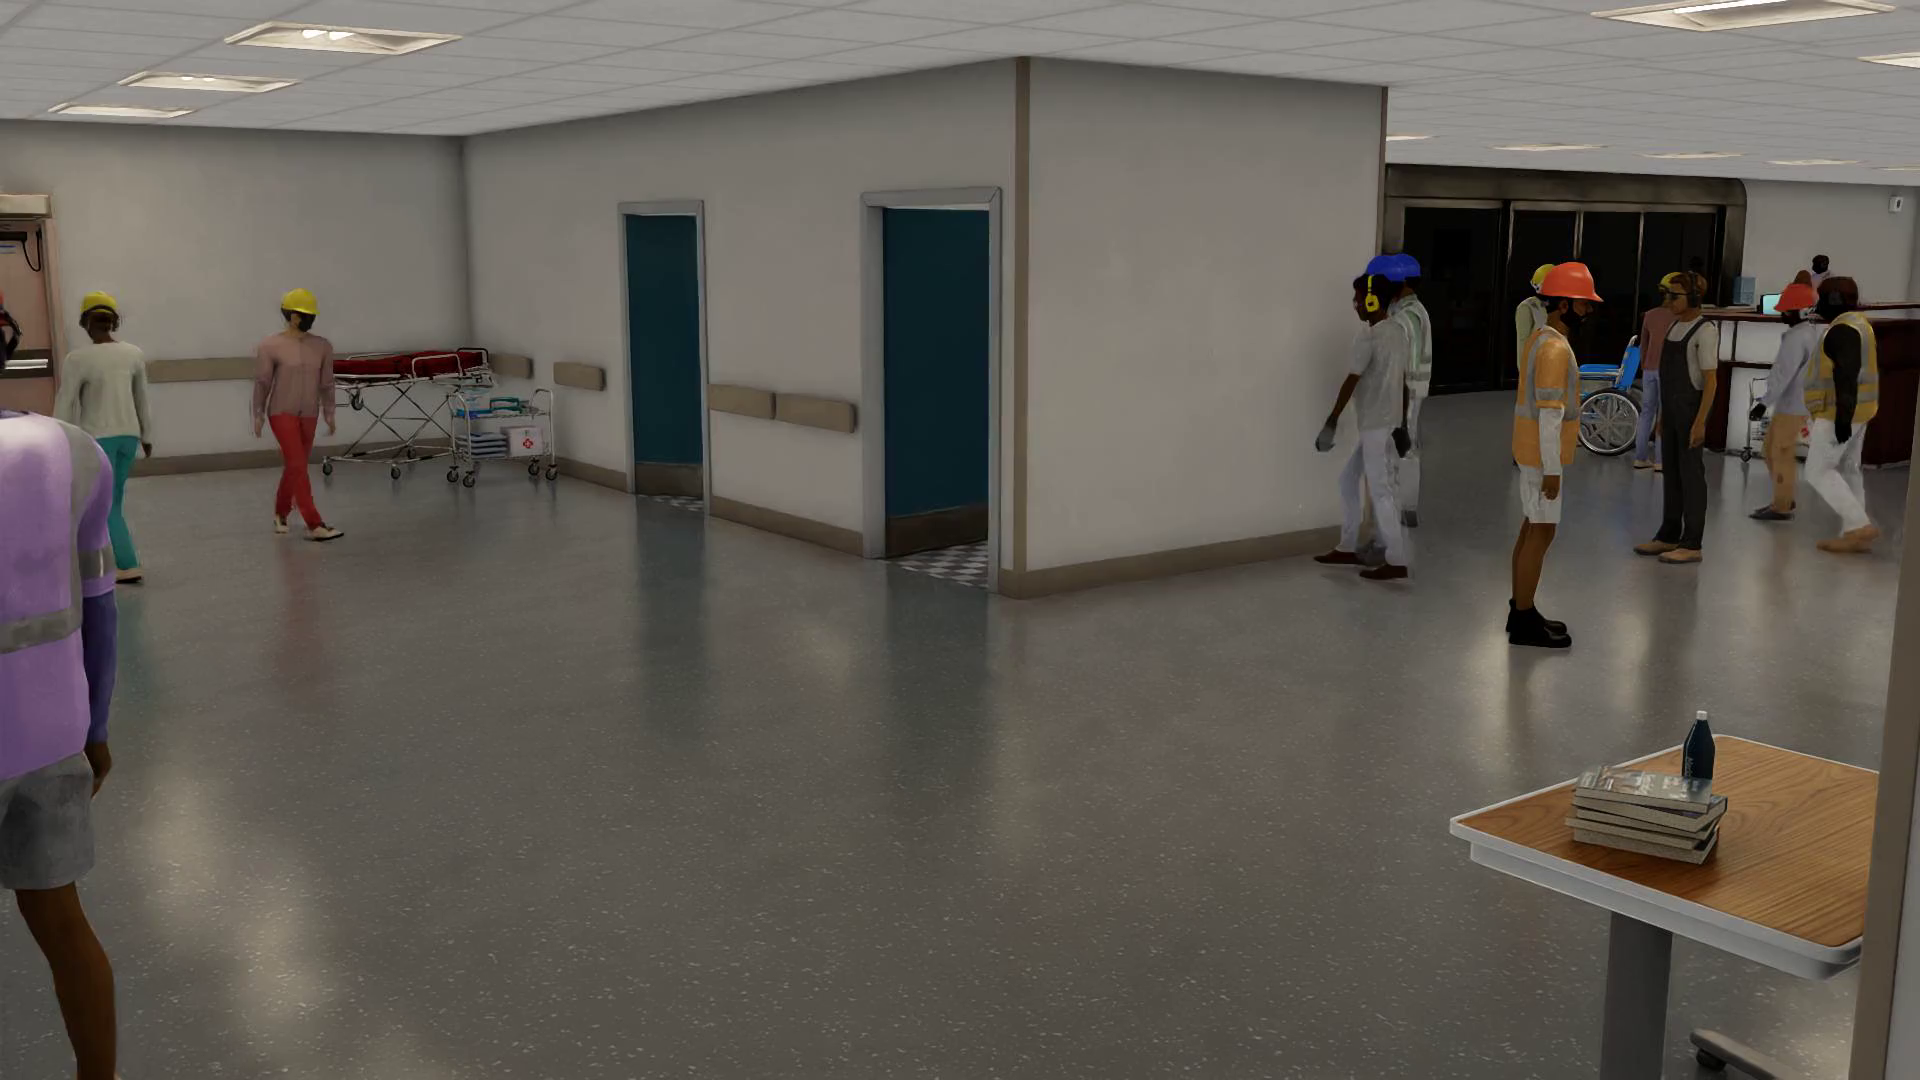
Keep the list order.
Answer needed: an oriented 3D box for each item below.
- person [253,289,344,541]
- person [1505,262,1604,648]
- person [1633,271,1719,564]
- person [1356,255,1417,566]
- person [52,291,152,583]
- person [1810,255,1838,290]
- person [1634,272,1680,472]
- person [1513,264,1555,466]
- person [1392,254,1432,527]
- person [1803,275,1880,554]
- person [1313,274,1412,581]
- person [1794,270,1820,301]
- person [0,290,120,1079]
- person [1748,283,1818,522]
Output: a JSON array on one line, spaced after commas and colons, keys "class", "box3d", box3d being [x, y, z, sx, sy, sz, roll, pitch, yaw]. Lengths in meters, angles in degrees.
[{"class": "person", "box3d": [-4.586, -0.864, 11.423, 0.850, 1.716, 0.528, 7, 13, 36]}, {"class": "person", "box3d": [2.989, -0.425, 8.391, 0.388, 1.928, 0.546, 3, 10, 14]}, {"class": "person", "box3d": [4.583, -0.772, 10.549, 0.344, 1.845, 0.506, -1, 10, -4]}, {"class": "person", "box3d": [2.660, -0.808, 10.471, 0.388, 1.947, 0.614, 2, 10, 12]}, {"class": "person", "box3d": [-5.122, -0.604, 9.949, 0.563, 1.734, 0.552, 4, 11, 22]}, {"class": "person", "box3d": [13.579, -3.593, 26.368, 0.429, 1.842, 0.634, -2, 10, -9]}, {"class": "person", "box3d": [6.271, -1.486, 14.785, 0.325, 1.767, 0.533, -3, 11, -18]}, {"class": "person", "box3d": [5.256, -1.571, 15.062, 0.587, 1.835, 0.404, -8, 13, -39]}, {"class": "person", "box3d": [3.165, -1.068, 11.924, 0.404, 1.945, 0.614, 3, 10, 15]}, {"class": "person", "box3d": [5.752, -0.805, 10.835, 0.485, 1.813, 0.658, 8, 13, 37]}, {"class": "person", "box3d": [2.400, -0.676, 10.045, 0.804, 1.831, 0.494, 7, 12, 33]}, {"class": "person", "box3d": [12.169, -3.085, 24.111, 0.502, 1.632, 0.282, 6, 12, 31]}, {"class": "person", "box3d": [-2.026, 0.410, 3.439, 0.409, 2.029, 0.616, 4, 11, 21]}, {"class": "person", "box3d": [5.962, -0.989, 12.076, 0.435, 1.735, 0.596, 5, 11, 28]}]
